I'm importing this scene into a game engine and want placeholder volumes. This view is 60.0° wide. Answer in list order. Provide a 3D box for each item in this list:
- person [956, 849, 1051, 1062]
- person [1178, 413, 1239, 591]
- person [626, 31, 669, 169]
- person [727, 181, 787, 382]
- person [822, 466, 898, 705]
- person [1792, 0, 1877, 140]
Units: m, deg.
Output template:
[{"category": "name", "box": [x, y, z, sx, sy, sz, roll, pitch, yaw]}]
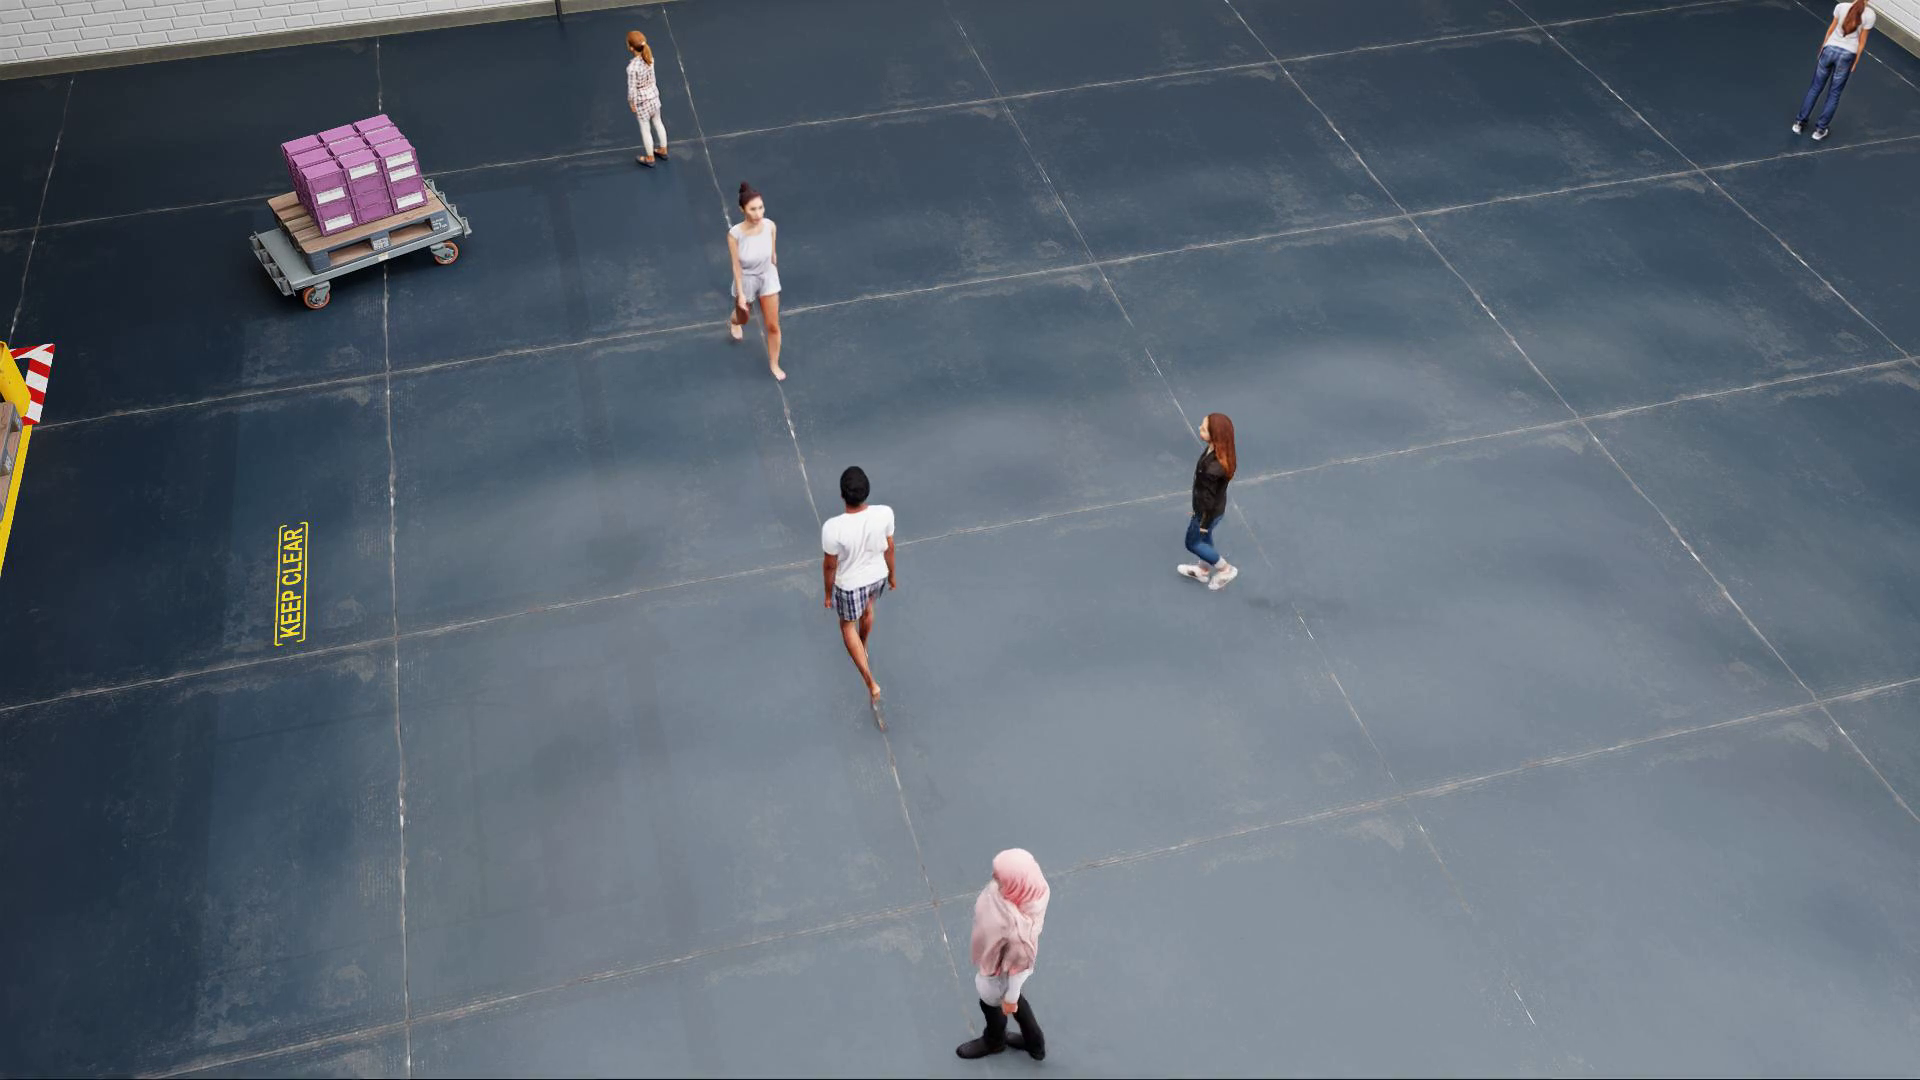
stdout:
[{"category": "person", "box": [0.276, 2.134, 8.412, 0.818, 1.798, 0.751, 3, 44, 4]}, {"category": "person", "box": [1.735, -0.230, 11.132, 0.756, 1.470, 0.697, 9, 44, 9]}, {"category": "person", "box": [-2.881, -4.054, 15.262, 0.667, 1.310, 0.609, 23, 48, 22]}, {"category": "person", "box": [-1.632, -2.038, 12.948, 0.676, 1.583, 1.007, -19, 47, -19]}, {"category": "person", "box": [-0.605, 0.295, 10.408, 0.746, 1.708, 1.034, -17, 46, -17]}, {"category": "person", "box": [8.237, -4.541, 15.591, 0.602, 1.561, 0.679, 31, 52, 28]}]
